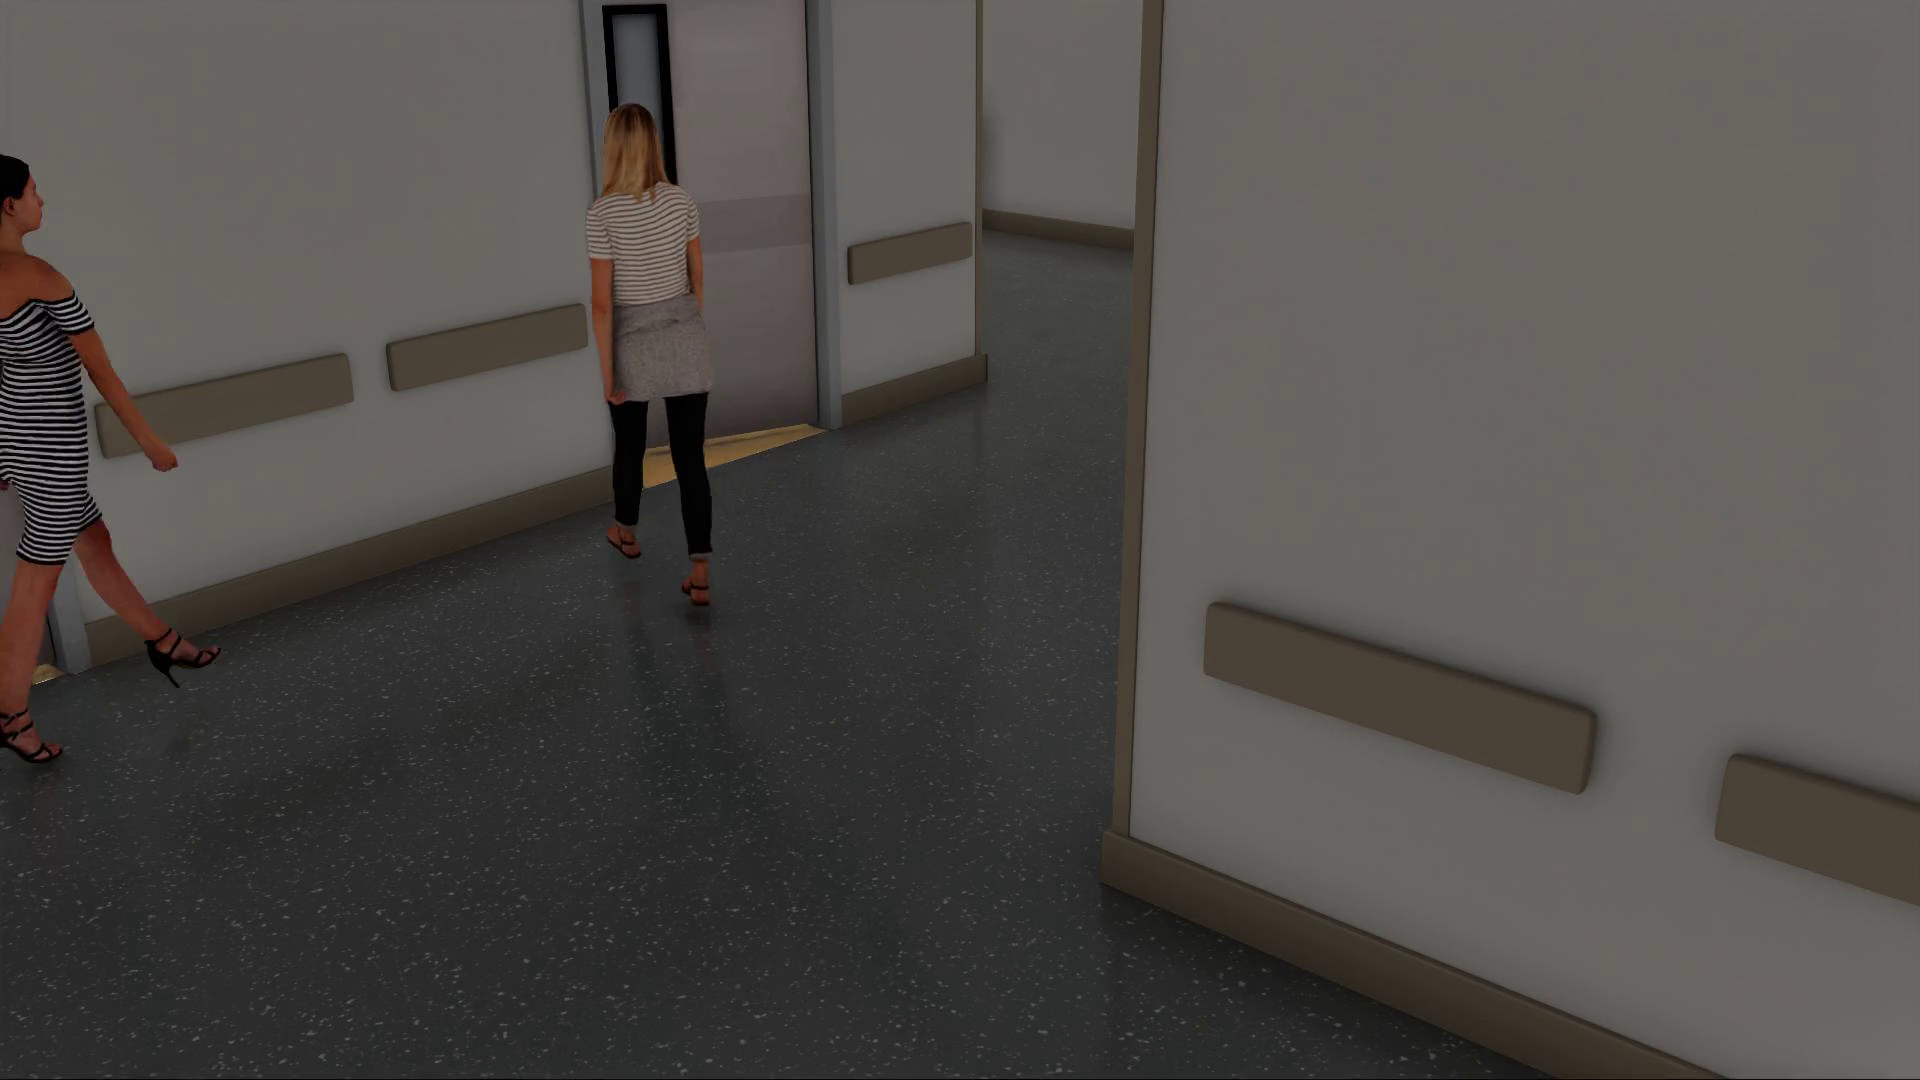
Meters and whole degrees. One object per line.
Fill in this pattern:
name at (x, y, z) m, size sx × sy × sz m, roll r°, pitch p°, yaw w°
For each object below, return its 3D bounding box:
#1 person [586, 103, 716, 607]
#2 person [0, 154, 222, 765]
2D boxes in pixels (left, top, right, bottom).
person at (-1.053, -0.617, 6.022) m, size 1.122 × 1.781 × 0.995 m, roll -9°, pitch 23°, yaw -23°
person at (-2.760, -0.175, 4.846) m, size 0.651 × 1.788 × 1.038 m, roll 15°, pitch 25°, yaw 34°
